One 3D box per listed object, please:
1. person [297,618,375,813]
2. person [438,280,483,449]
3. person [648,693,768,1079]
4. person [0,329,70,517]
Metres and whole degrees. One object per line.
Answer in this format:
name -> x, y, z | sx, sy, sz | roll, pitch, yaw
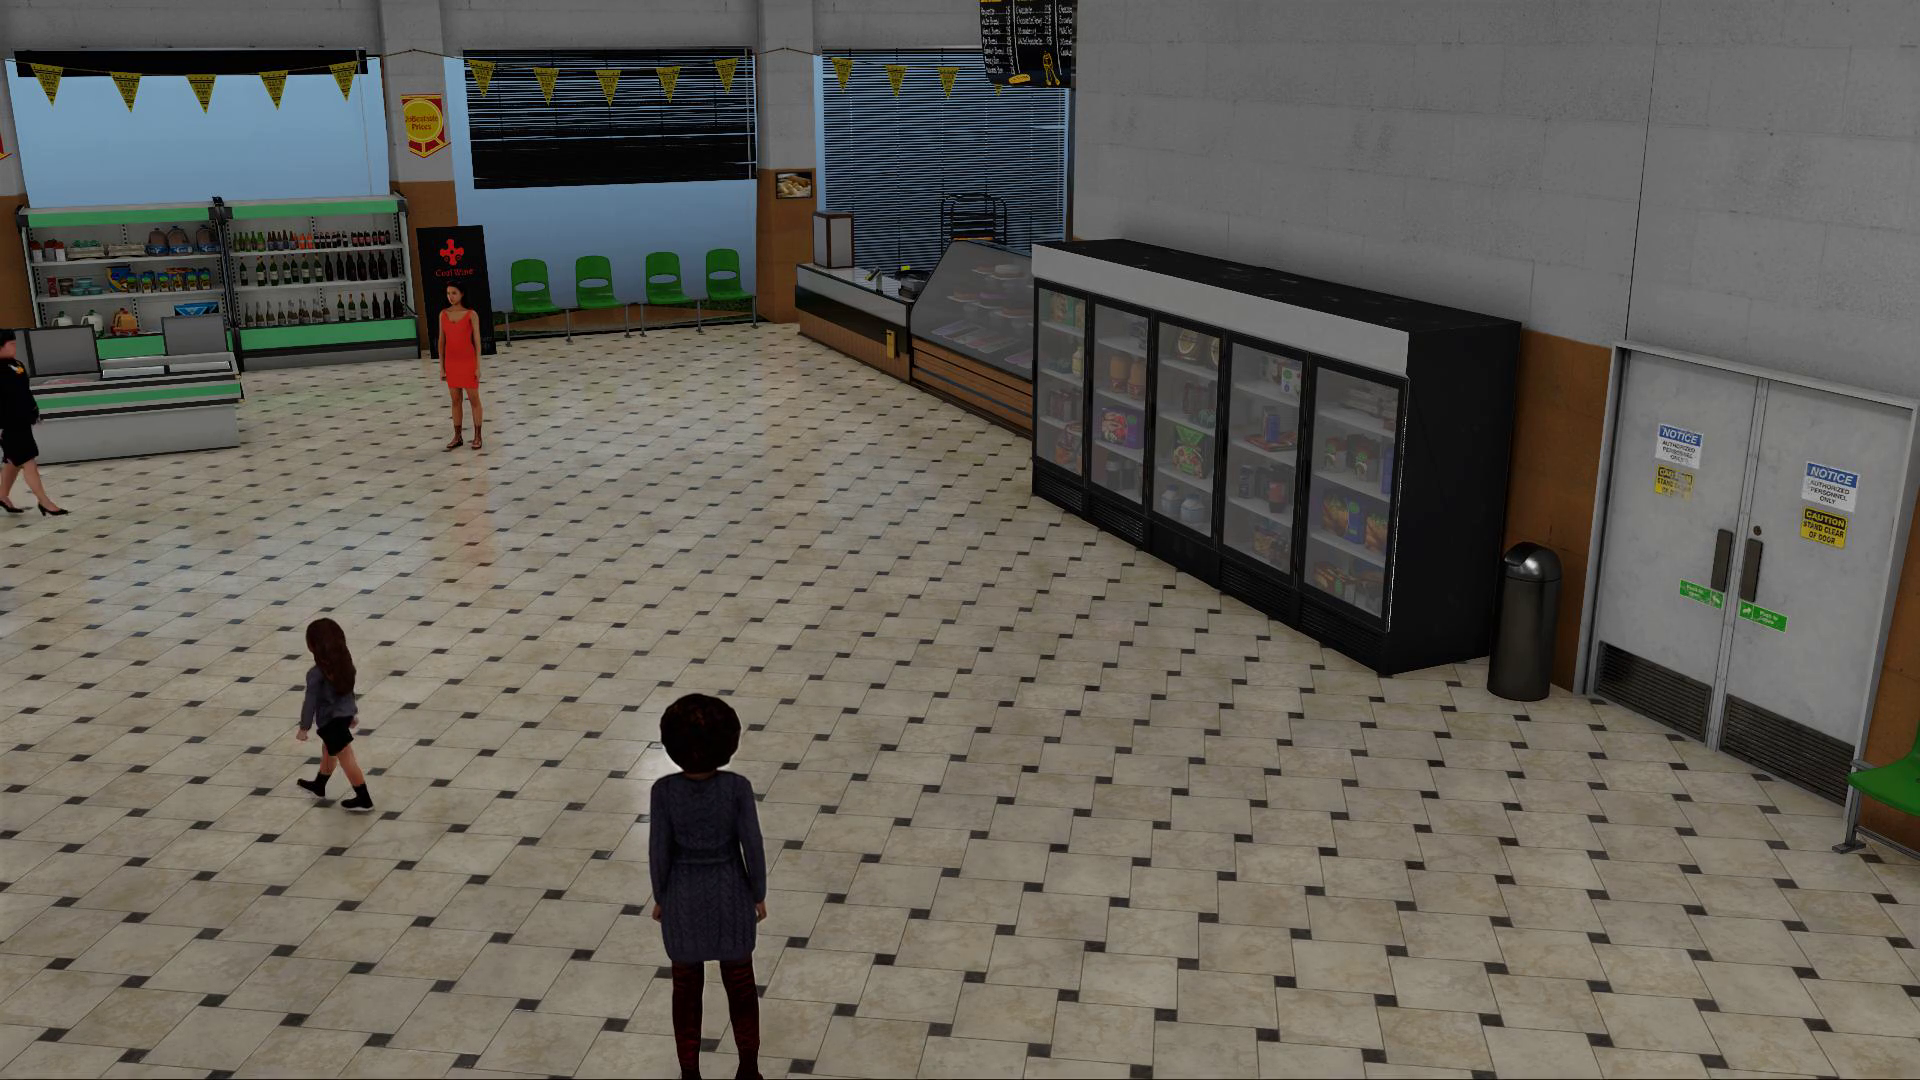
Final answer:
person -> -3.332, 0.964, 8.980 | 0.799, 1.082, 0.701 | 3, 17, 10
person -> -5.082, -1.791, 16.957 | 0.613, 1.719, 0.724 | 1, 17, 3
person -> -0.976, 1.411, 6.430 | 0.564, 1.710, 0.716 | -1, 17, -4
person -> -8.294, -0.994, 14.454 | 1.030, 1.649, 0.912 | -1, 17, -2
